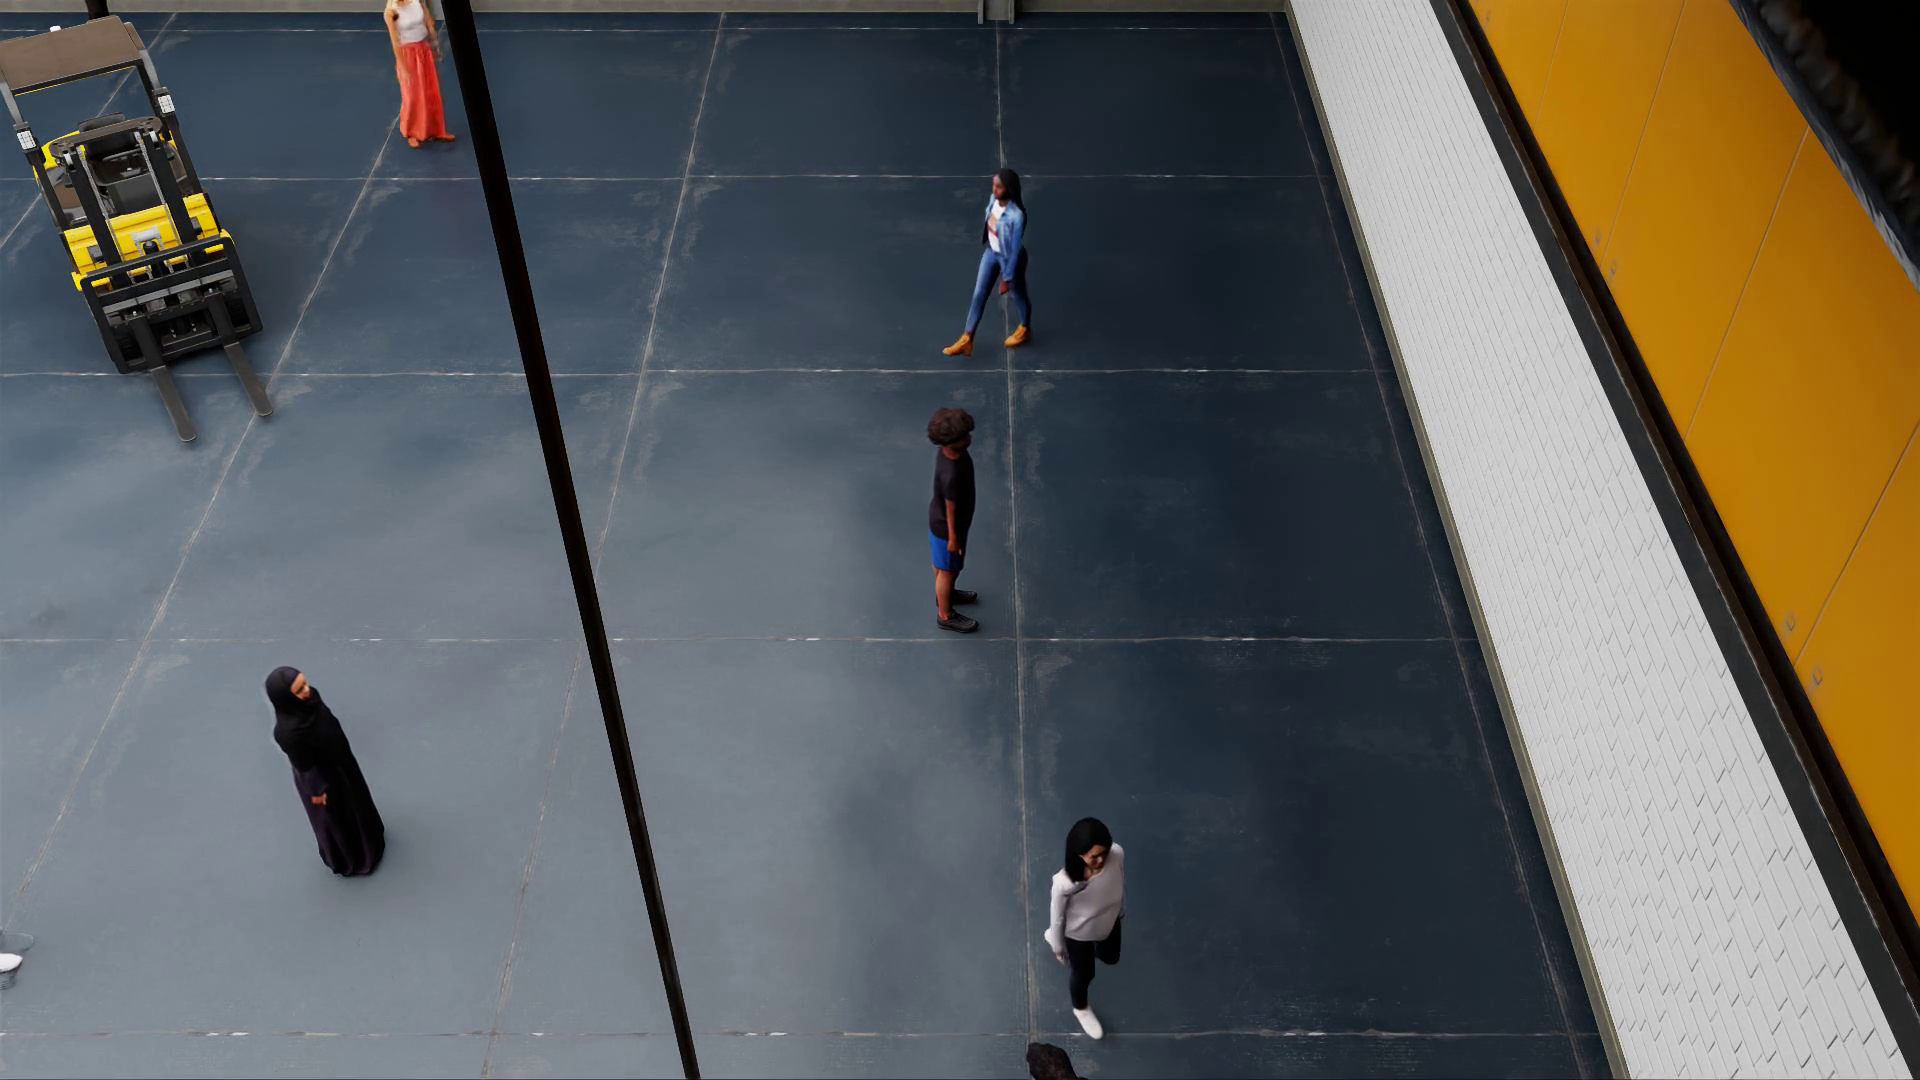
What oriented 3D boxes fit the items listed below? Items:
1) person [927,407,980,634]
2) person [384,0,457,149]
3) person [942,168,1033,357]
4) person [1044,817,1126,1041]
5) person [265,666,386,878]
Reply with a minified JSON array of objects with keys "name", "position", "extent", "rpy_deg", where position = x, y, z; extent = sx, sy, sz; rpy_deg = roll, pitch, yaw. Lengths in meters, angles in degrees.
[{"name":"person","position":[-0.064,-0.150,11.005],"extent":[0.554,1.799,0.585],"rpy_deg":[1,44,1]},{"name":"person","position":[-5.074,-4.543,15.629],"extent":[0.851,1.782,0.809],"rpy_deg":[12,45,12]},{"name":"person","position":[0.443,-2.222,13.263],"extent":[1.160,1.683,1.004],"rpy_deg":[-25,49,-24]},{"name":"person","position":[0.639,1.981,8.850],"extent":[0.907,1.686,0.937],"rpy_deg":[-27,50,-25]},{"name":"person","position":[-3.692,1.301,9.616],"extent":[0.573,1.614,0.599],"rpy_deg":[1,44,1]}]
